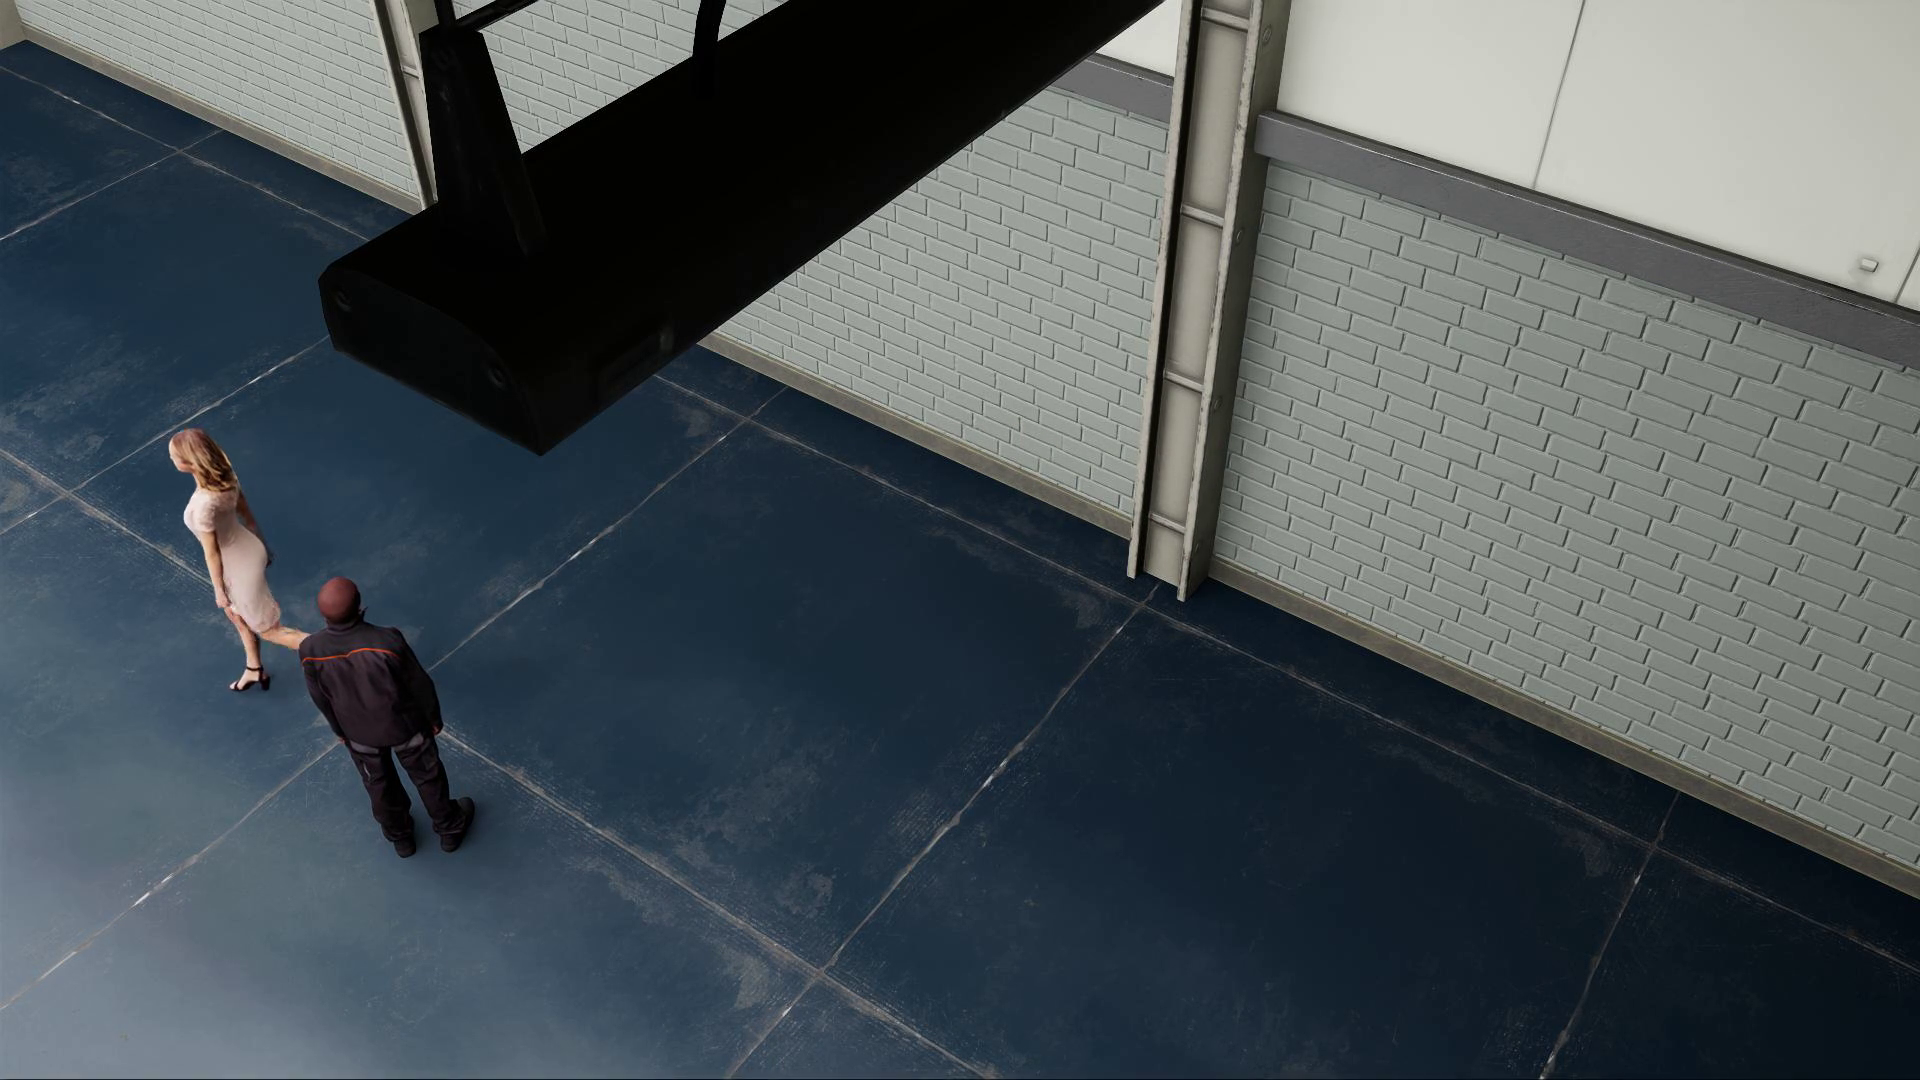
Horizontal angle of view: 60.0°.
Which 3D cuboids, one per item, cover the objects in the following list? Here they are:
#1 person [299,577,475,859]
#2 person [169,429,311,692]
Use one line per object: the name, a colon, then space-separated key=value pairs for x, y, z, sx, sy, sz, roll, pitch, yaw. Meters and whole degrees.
person: x=-2.715 y=0.850 z=7.830 sx=0.782 sy=1.825 sz=0.848 roll=-6 pitch=43 yaw=-6
person: x=-3.600 y=0.178 z=8.567 sx=1.131 sy=1.802 sz=0.987 roll=-1 pitch=43 yaw=-1
